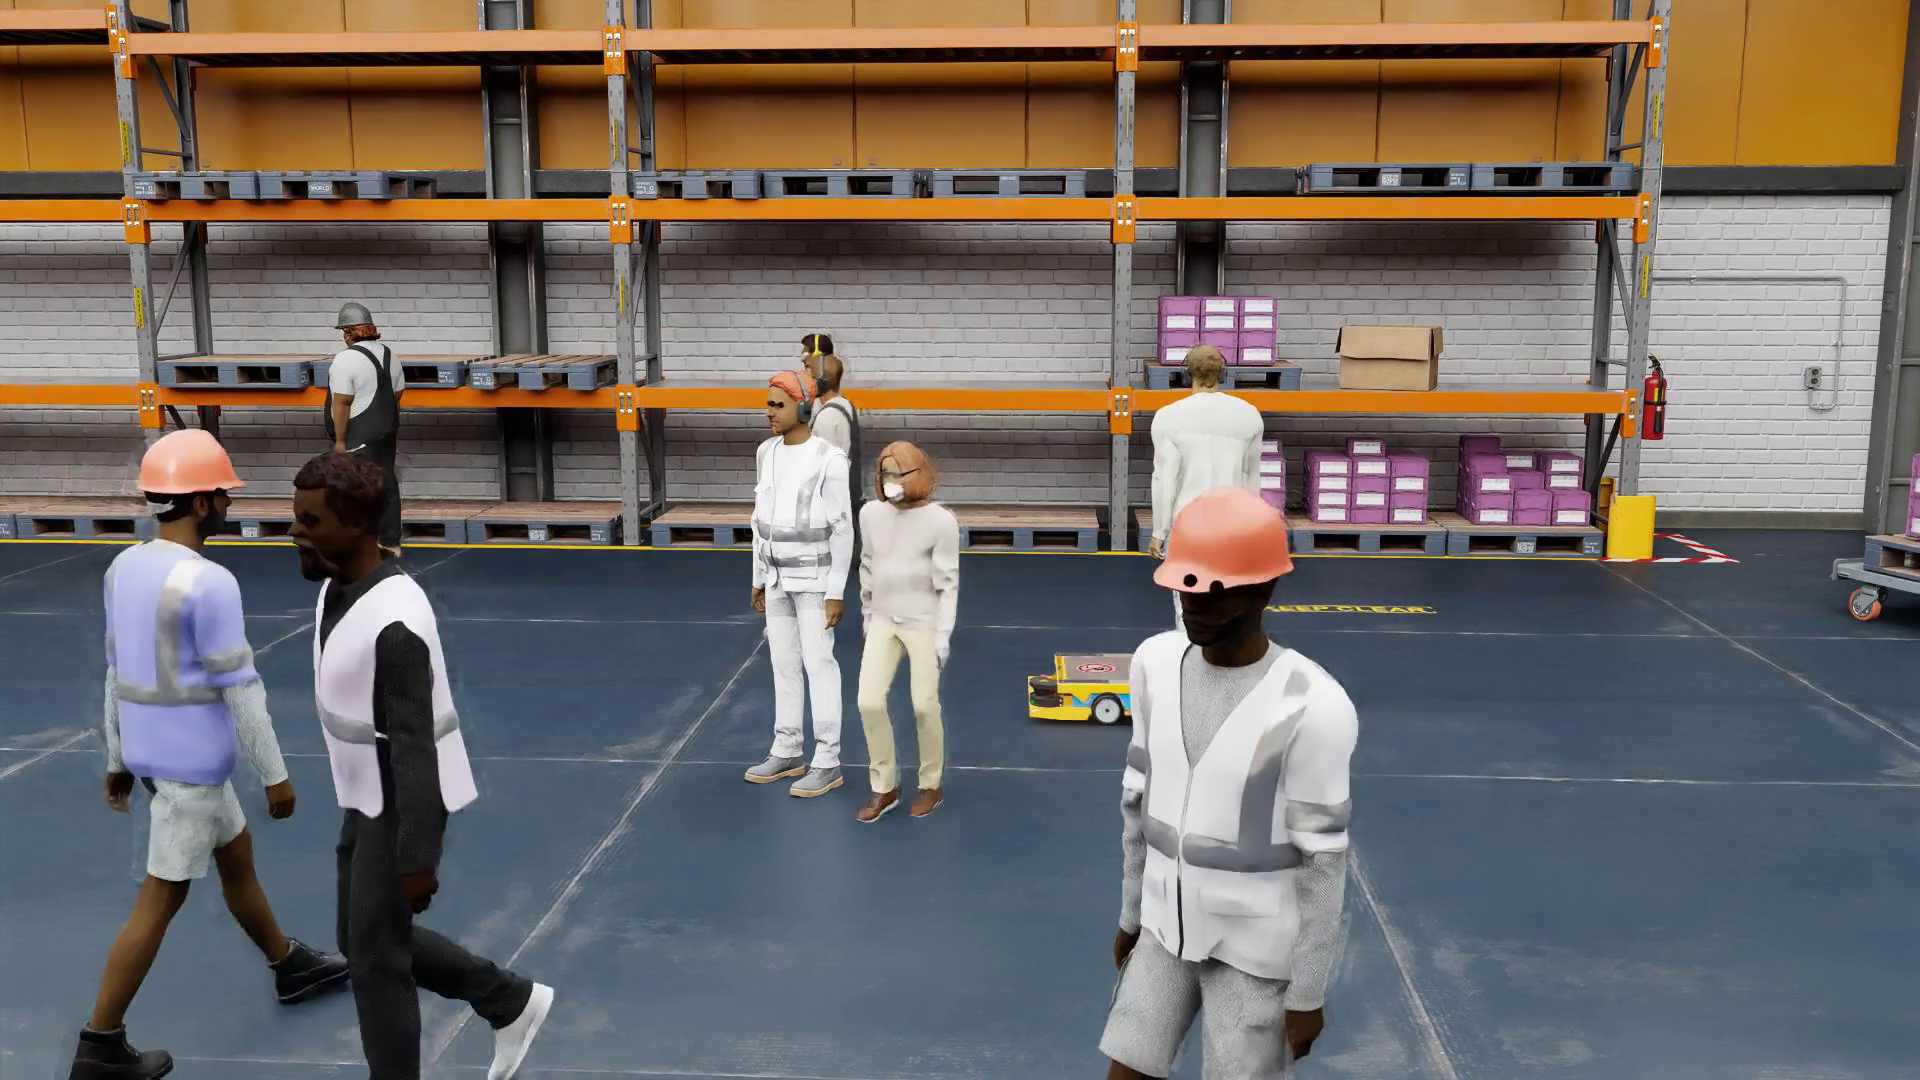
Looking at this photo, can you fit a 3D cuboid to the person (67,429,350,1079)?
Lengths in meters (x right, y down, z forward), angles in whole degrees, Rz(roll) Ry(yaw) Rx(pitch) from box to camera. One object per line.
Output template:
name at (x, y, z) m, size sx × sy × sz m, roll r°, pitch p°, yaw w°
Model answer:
person at (-2.257, 0.616, 4.905) m, size 0.572 × 1.881 × 1.014 m, roll 8°, pitch 12°, yaw 38°

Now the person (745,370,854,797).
person at (-0.723, 0.190, 7.384) m, size 0.584 × 1.882 × 0.344 m, roll 9°, pitch 13°, yaw 42°

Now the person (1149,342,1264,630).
person at (1.275, -0.063, 8.715) m, size 0.629 × 1.936 × 0.371 m, roll -3°, pitch 10°, yaw -19°

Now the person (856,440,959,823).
person at (-0.247, 0.393, 6.973) m, size 0.513 × 1.612 × 0.526 m, roll 5°, pitch 11°, yaw 28°

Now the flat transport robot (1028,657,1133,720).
flat transport robot at (1.076, 0.765, 8.728) m, size 1.431 × 0.197 × 0.652 m, roll 0°, pitch 10°, yaw 2°

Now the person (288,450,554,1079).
person at (-1.438, 0.695, 4.368) m, size 0.619 × 1.902 × 0.619 m, roll -6°, pitch 11°, yaw -30°

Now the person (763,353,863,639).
person at (-0.715, -0.248, 10.206) m, size 0.948 × 1.809 × 0.527 m, roll 3°, pitch 10°, yaw 17°

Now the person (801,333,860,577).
person at (-0.952, -0.611, 12.286) m, size 0.970 × 1.826 × 0.518 m, roll -1°, pitch 10°, yaw -3°

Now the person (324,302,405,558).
person at (-4.668, -0.839, 12.949) m, size 0.535 × 2.000 × 0.681 m, roll 4°, pitch 10°, yaw 20°

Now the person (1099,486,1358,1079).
person at (0.553, 0.829, 3.525) m, size 0.447 × 1.921 × 0.575 m, roll -9°, pitch 13°, yaw -43°
